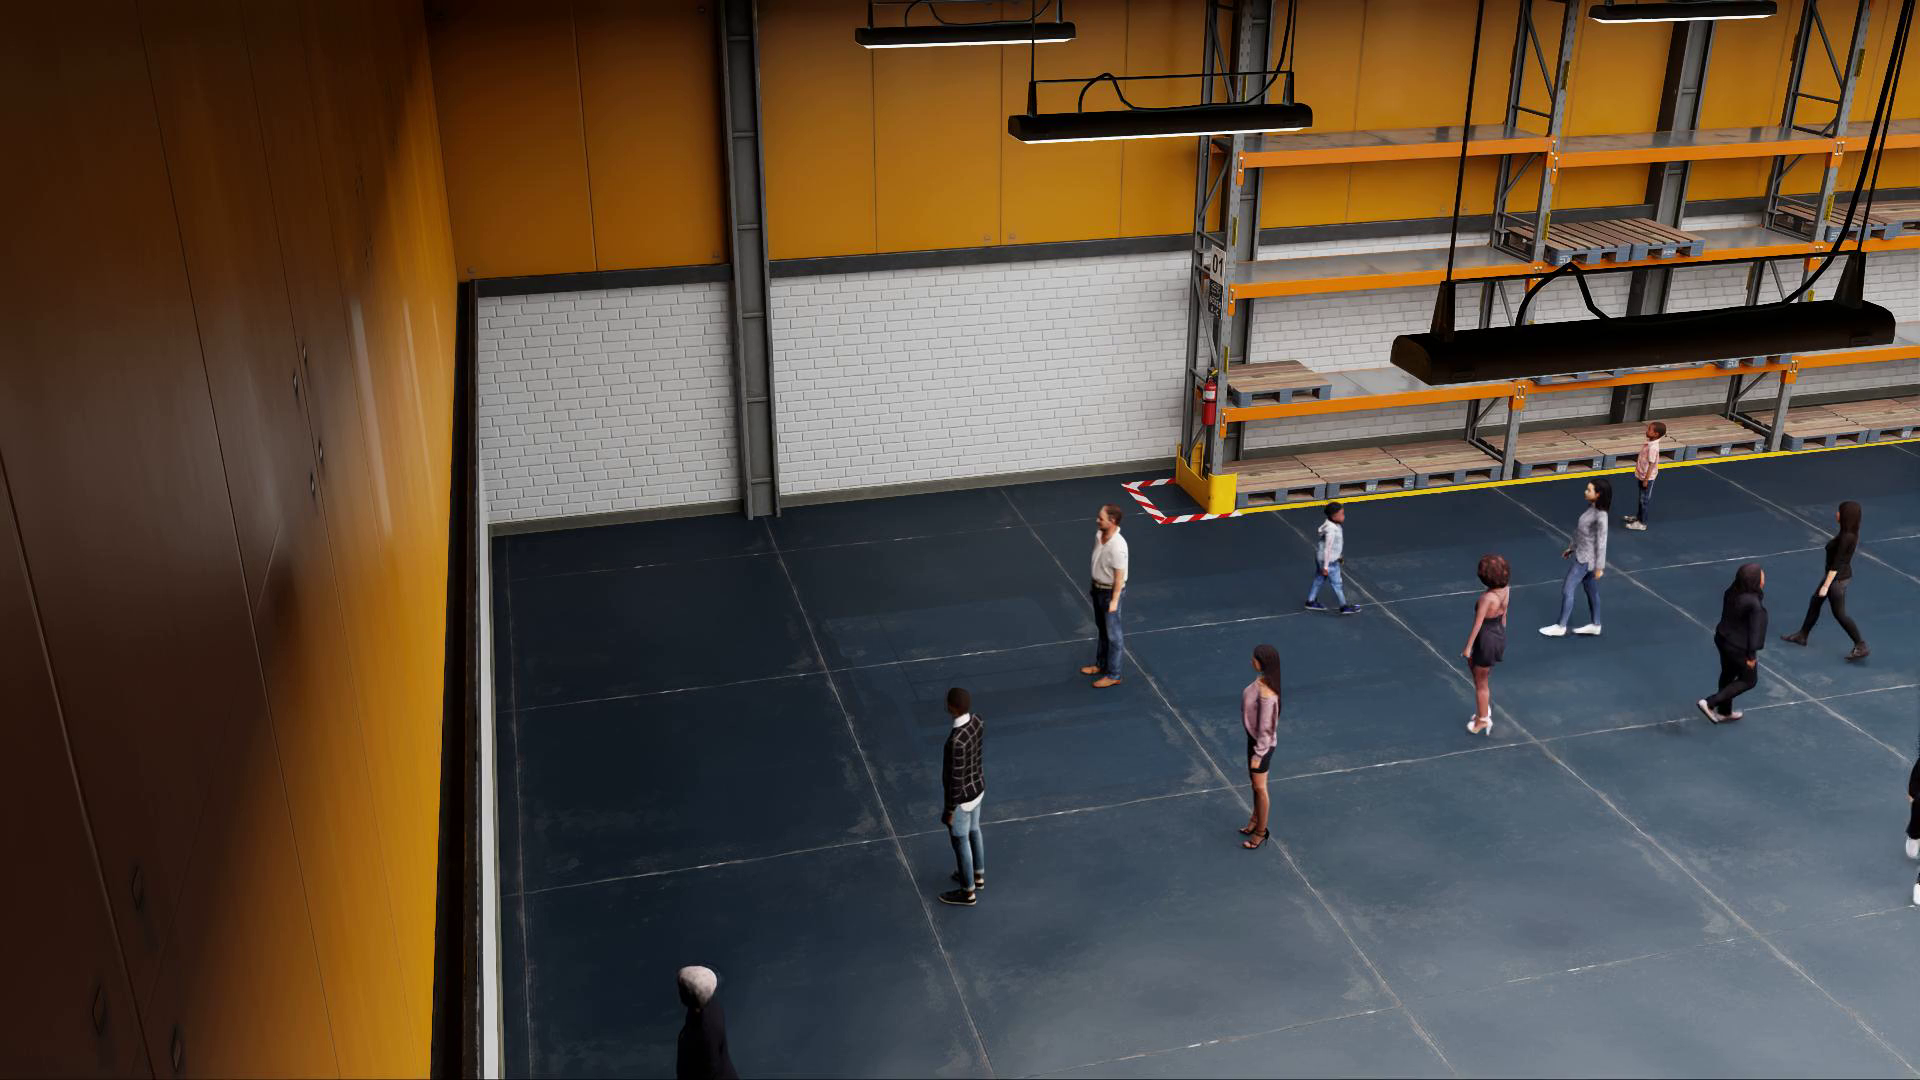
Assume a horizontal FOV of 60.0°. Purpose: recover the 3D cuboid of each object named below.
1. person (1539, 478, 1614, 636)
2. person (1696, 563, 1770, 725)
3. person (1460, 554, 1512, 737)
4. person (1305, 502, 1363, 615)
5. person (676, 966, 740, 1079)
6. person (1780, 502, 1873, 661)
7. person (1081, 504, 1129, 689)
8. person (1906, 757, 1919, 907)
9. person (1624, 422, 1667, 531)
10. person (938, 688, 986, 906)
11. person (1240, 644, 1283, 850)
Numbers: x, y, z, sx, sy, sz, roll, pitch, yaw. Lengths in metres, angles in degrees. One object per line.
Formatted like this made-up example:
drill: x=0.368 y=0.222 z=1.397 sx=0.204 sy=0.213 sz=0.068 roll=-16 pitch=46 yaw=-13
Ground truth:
person: x=6.436 y=0.193 z=16.784 sx=0.972 sy=1.708 sz=0.840 roll=5 pitch=24 yaw=12
person: x=6.998 y=0.975 z=15.121 sx=0.793 sy=1.606 sz=0.690 roll=-3 pitch=24 yaw=-8
person: x=4.812 y=0.982 z=14.895 sx=0.697 sy=1.775 sz=0.767 roll=-21 pitch=31 yaw=-40
person: x=3.794 y=0.185 z=17.391 sx=0.868 sy=1.236 sz=0.692 roll=3 pitch=24 yaw=8
person: x=-1.439 y=3.228 z=9.607 sx=0.636 sy=1.777 sz=0.759 roll=-2 pitch=24 yaw=-6
person: x=8.721 y=0.426 z=16.373 sx=1.071 sy=1.610 sz=1.051 roll=15 pitch=28 yaw=31
person: x=1.436 y=0.504 z=15.887 sx=0.562 sy=1.856 sz=0.658 roll=-7 pitch=25 yaw=-15
person: x=7.560 y=1.950 z=12.810 sx=1.017 sy=1.670 sz=1.062 roll=12 pitch=26 yaw=26
person: x=8.052 y=-0.766 z=19.477 sx=0.621 sy=1.307 sz=0.591 roll=7 pitch=24 yaw=15
person: x=0.044 y=1.935 z=12.659 sx=0.781 sy=1.820 sz=0.746 roll=10 pitch=26 yaw=23
person: x=2.414 y=1.648 z=13.328 sx=0.649 sy=1.809 sz=0.684 roll=2 pitch=24 yaw=5
